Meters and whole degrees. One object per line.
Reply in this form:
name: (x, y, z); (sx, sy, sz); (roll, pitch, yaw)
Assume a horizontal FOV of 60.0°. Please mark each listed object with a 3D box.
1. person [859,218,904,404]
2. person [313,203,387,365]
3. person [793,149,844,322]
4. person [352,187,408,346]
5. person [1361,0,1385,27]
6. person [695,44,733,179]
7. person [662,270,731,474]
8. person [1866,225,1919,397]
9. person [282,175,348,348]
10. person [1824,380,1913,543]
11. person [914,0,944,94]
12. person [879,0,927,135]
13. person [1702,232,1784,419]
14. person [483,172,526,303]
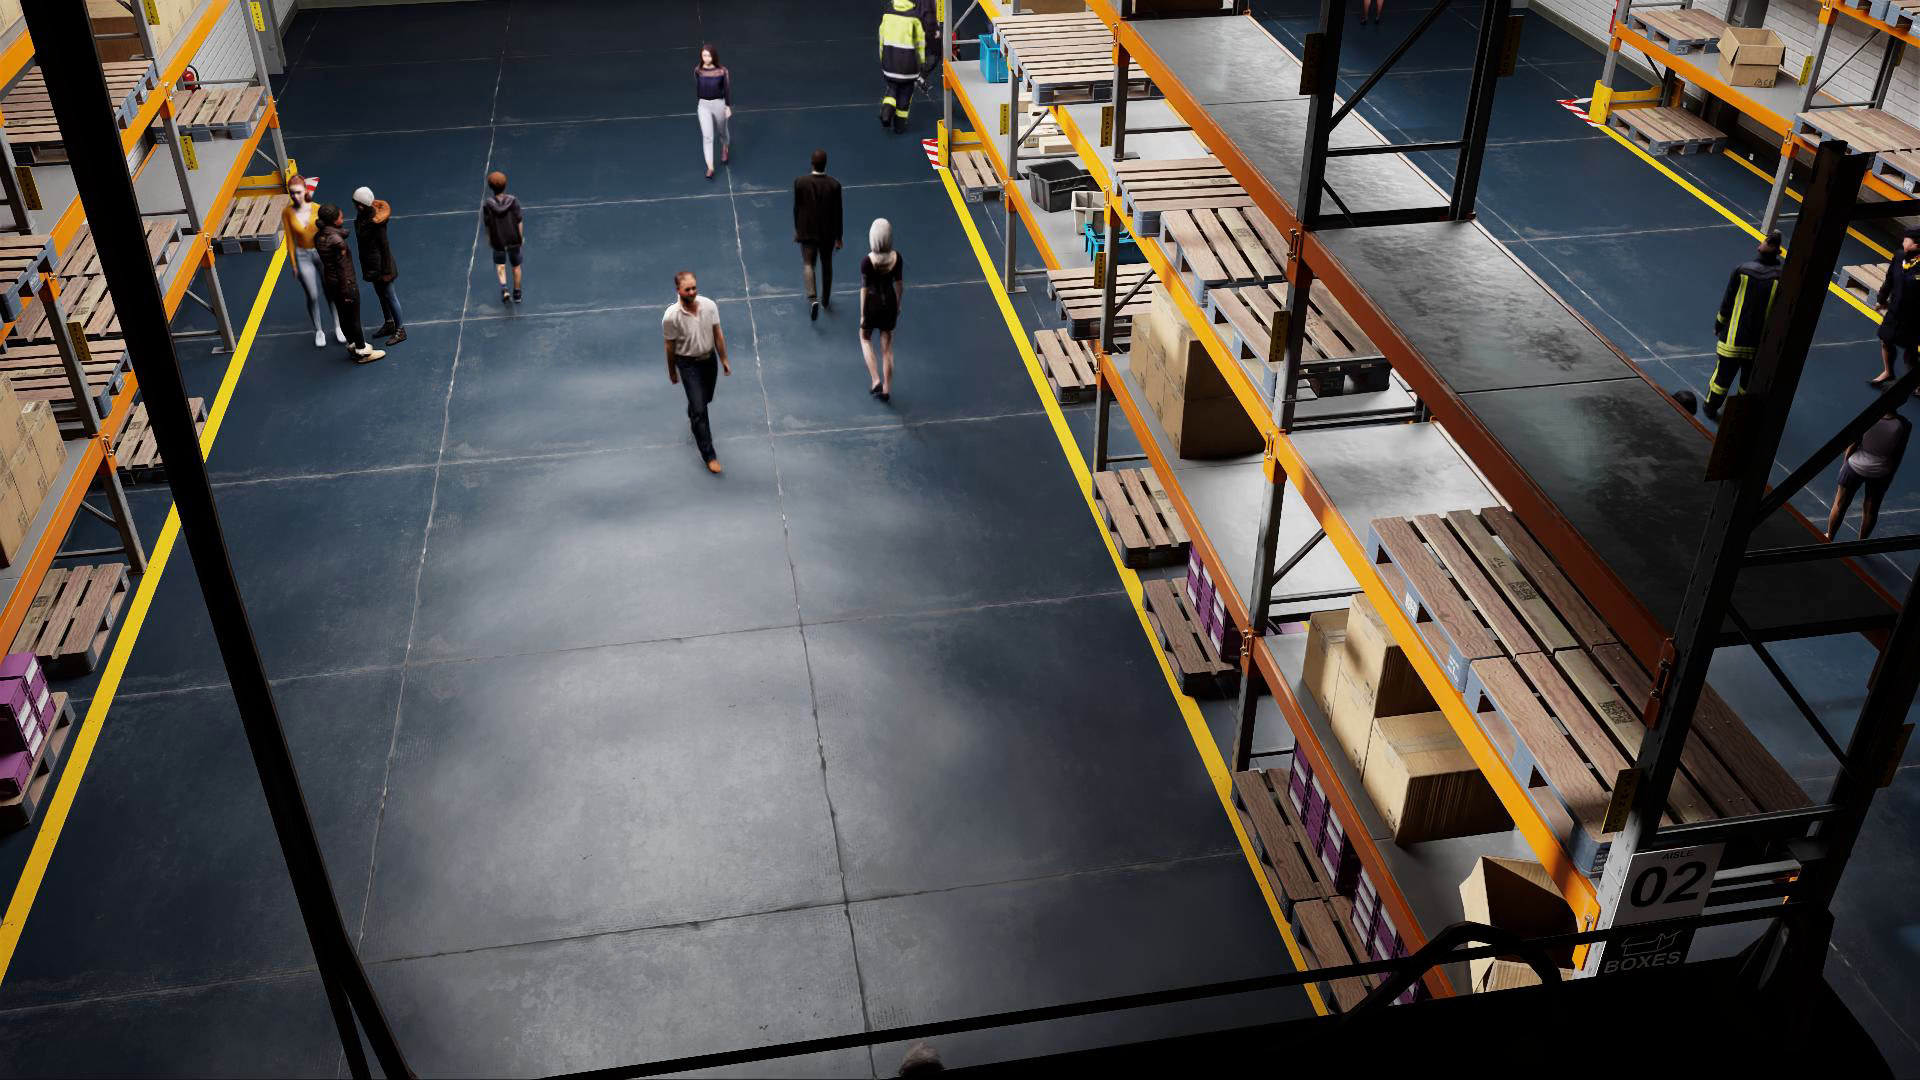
person: (-0.700, -2.084, 15.509); (0.660, 1.818, 0.665); (-14, 36, -21)
person: (-6.047, -2.486, 16.255); (0.770, 1.661, 0.710); (-1, 34, -1)
person: (-1.463, -3.109, 17.082); (0.758, 1.782, 1.071); (-1, 34, -1)
person: (-5.839, -2.772, 16.706); (0.805, 1.637, 0.723); (-28, 43, -36)
person: (6.459, -8.858, 25.807); (0.621, 1.699, 0.553); (0, 34, 0)
person: (-3.043, -5.356, 20.659); (0.829, 1.565, 1.187); (4, 34, 6)
person: (-2.360, -1.587, 14.758); (0.950, 1.821, 1.312); (-17, 37, -24)
person: (9.057, -2.156, 15.778); (0.963, 1.639, 0.733); (-24, 41, -32)
person: (-6.462, -2.812, 16.663); (0.627, 1.752, 0.640); (-12, 35, -17)
person: (7.386, -0.601, 13.504); (0.652, 1.566, 0.679); (14, 36, 19)
person: (-0.515, -7.011, 22.928); (0.928, 1.809, 0.985); (24, 40, 31)
person: (-0.784, -6.224, 21.615); (0.950, 1.953, 0.977); (8, 35, 12)
person: (7.254, -1.970, 15.294); (0.881, 1.866, 0.890); (12, 35, 17)
person: (-4.760, -3.136, 17.435); (0.536, 1.437, 0.634); (-7, 34, -11)
